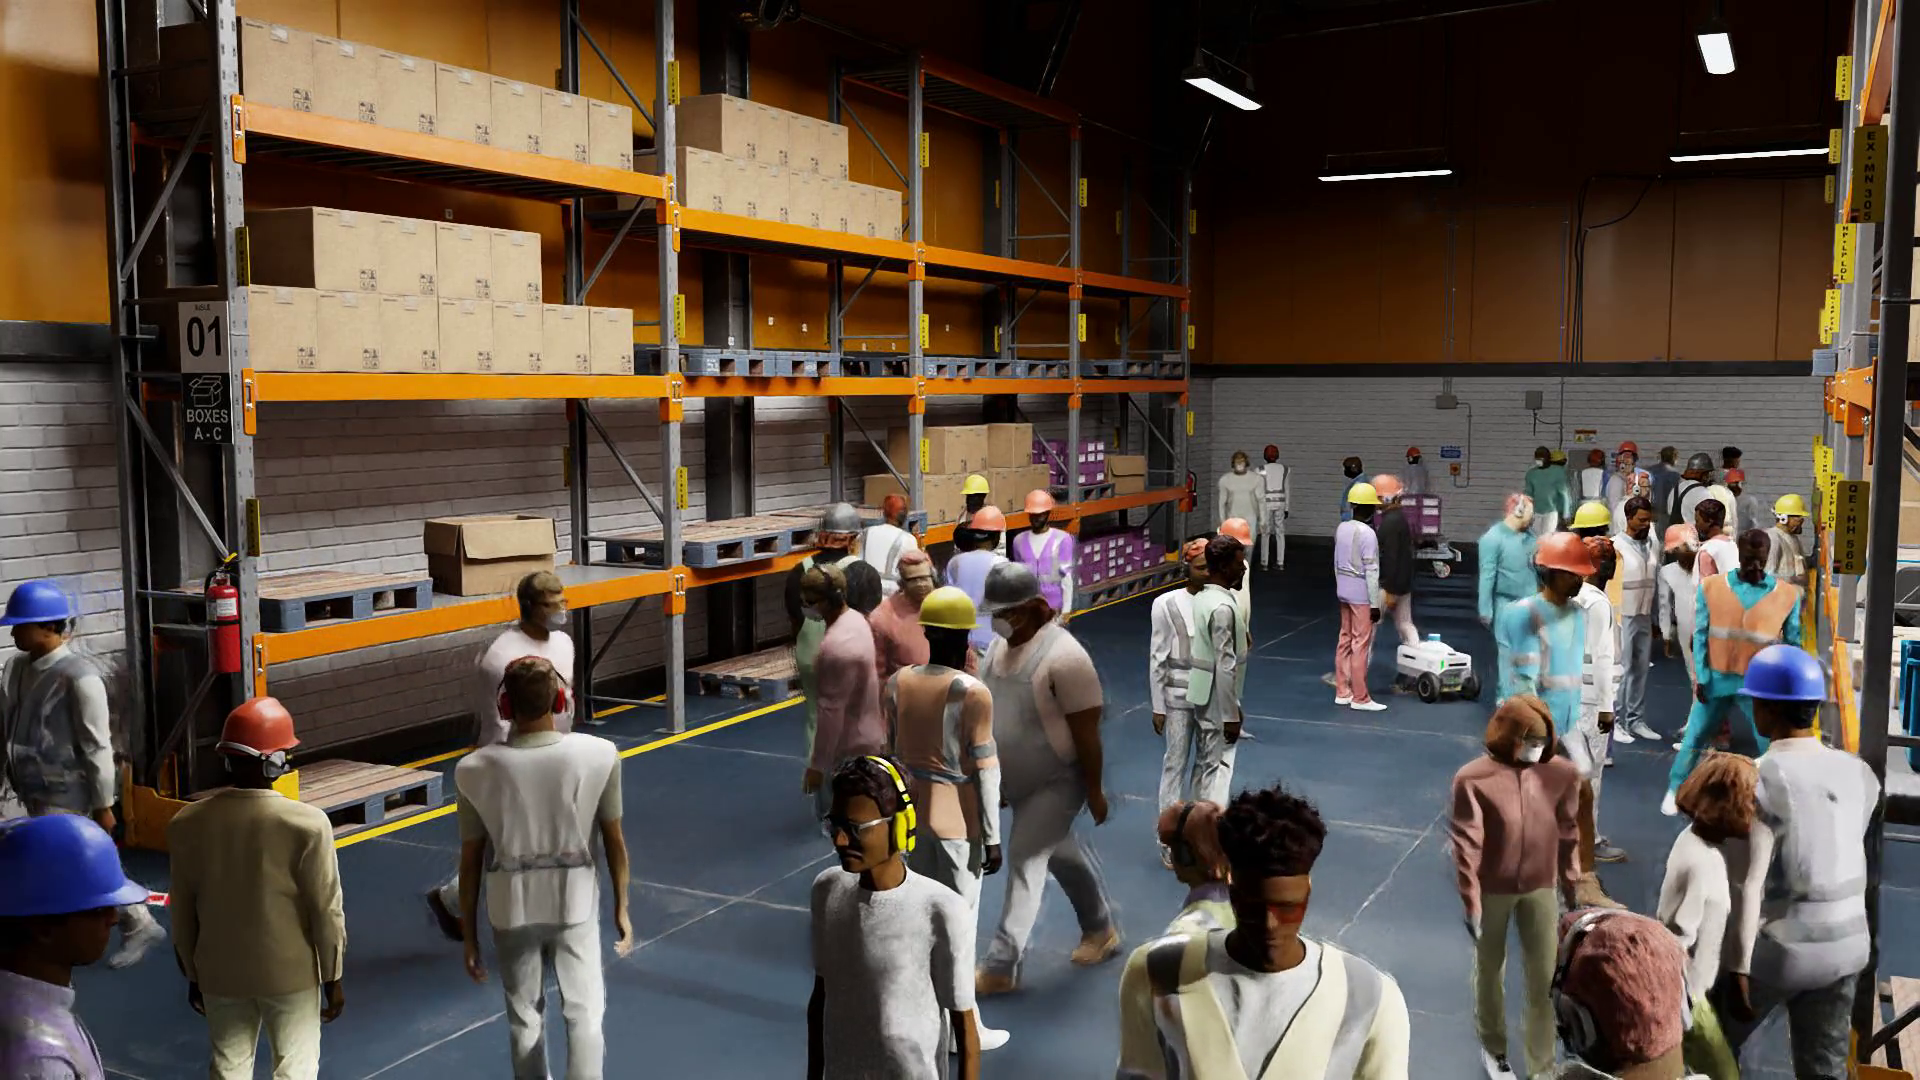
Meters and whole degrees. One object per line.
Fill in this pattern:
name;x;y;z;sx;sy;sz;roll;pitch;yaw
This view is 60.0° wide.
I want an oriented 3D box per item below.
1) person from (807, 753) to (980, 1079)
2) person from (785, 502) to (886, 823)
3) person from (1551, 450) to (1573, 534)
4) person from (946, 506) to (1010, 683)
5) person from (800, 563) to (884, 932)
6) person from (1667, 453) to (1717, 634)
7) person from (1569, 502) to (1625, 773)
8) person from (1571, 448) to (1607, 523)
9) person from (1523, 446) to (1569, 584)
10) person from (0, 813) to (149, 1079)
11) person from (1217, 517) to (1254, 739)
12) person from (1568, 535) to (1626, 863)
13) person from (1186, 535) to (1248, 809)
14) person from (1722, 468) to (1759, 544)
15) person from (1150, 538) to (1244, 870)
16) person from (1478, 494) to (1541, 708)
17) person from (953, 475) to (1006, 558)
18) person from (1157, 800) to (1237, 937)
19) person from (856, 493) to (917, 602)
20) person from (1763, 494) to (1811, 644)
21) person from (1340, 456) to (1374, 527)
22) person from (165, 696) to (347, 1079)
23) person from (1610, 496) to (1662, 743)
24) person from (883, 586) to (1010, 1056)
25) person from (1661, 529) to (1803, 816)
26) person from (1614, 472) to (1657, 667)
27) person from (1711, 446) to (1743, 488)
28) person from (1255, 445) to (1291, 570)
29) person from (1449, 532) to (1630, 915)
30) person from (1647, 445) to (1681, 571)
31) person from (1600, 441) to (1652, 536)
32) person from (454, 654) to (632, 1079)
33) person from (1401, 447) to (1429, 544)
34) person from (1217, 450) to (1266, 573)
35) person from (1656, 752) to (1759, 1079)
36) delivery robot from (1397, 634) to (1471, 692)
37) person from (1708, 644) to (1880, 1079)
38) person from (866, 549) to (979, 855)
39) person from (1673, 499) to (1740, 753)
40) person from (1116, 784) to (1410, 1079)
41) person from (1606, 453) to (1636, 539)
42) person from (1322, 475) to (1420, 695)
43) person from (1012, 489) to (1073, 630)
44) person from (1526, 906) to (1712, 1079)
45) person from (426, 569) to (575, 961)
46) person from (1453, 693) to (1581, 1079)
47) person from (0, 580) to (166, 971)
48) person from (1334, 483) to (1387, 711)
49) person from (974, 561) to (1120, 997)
person;-0.188;1.440;4.090;0.526;1.869;0.315;4;6;35
person;-0.739;0.761;10.493;0.711;2.000;0.576;3;6;27
person;9.079;-0.480;25.284;0.525;1.772;0.309;-3;6;-26
person;0.207;0.705;11.893;0.555;1.885;0.979;4;7;37
person;-0.555;1.045;8.225;0.504;1.896;0.662;0;5;-1
person;8.026;0.051;18.132;0.536;2.000;0.683;-1;5;-10
person;4.498;0.693;11.829;0.366;1.926;0.587;4;7;40
person;8.985;-0.366;23.566;0.572;1.867;0.420;4;7;38
person;8.028;-0.337;22.976;0.675;1.913;0.646;-4;7;-38
person;-1.738;1.490;3.365;0.969;1.897;0.649;-3;6;-30
person;2.080;0.694;12.784;0.337;1.742;0.562;4;7;40
person;3.682;0.912;9.687;0.345;1.883;0.584;0;5;4
person;1.447;0.924;9.382;0.392;1.920;0.592;0;5;-5
person;9.474;-0.013;20.459;0.669;1.727;0.562;-2;6;-22
person;1.357;0.929;9.513;0.587;1.882;0.341;-2;6;-23
person;4.634;0.554;13.738;0.687;1.854;0.758;-4;6;-34
person;0.159;0.358;15.427;0.585;1.928;0.369;4;7;40
person;0.661;1.519;4.561;0.364;1.617;0.557;3;6;29
person;-0.624;0.538;13.816;0.603;1.866;0.431;4;7;36
person;7.085;0.514;14.322;0.403;1.824;0.596;5;7;44
person;5.228;-0.191;21.898;0.433;1.822;0.639;1;5;11
person;-2.251;1.377;5.386;0.564;1.751;0.330;0;5;4
person;5.169;0.609;12.856;0.599;1.908;0.396;-3;6;-29
person;-0.058;1.151;6.892;0.587;1.927;0.365;5;7;41
person;4.861;0.861;10.379;0.784;1.873;0.544;2;6;24
person;6.633;0.284;16.333;0.407;1.908;0.641;1;5;13
person;10.424;-0.308;22.630;0.649;1.929;0.675;-1;5;-6
person;4.628;-0.477;24.712;0.569;1.878;0.351;-1;5;-7
person;3.072;0.937;8.829;0.599;2.009;1.025;-3;6;-29
person;9.854;-0.363;23.217;0.475;1.919;0.651;-1;5;-14
person;8.638;-0.266;21.593;0.620;2.034;0.413;2;6;19
person;-1.424;1.309;5.733;0.594;1.823;0.712;-2;6;-17
person;7.380;-0.643;27.120;0.567;1.751;0.329;-4;6;-33
person;3.728;-0.244;22.060;0.634;1.909;0.948;1;5;6
person;2.346;1.461;5.265;0.551;1.605;0.508;3;6;29
delivery robot;4.154;1.066;14.592;0.477;0.478;0.707;-2;6;-19
person;2.607;1.294;5.372;0.595;1.923;0.650;-1;6;-16
person;-0.246;0.954;9.418;0.631;1.857;0.983;-3;6;-32
person;5.660;0.644;12.489;0.413;1.907;0.595;5;7;40
person;0.623;1.458;3.452;0.638;1.947;0.518;1;5;12
person;8.253;-0.123;20.714;0.405;1.911;0.636;3;6;28
person;3.712;0.399;14.834;0.988;1.945;0.633;3;6;30
person;0.711;0.517;13.924;0.545;1.908;0.870;2;6;20
person;1.097;1.557;2.747;0.691;1.886;0.441;2;6;22
person;-2.125;1.077;7.828;0.727;1.916;0.627;2;6;17
person;2.127;1.366;6.295;0.516;1.588;0.769;0;5;2
person;-4.032;1.112;7.495;0.619;1.909;0.999;4;6;34
person;3.387;0.480;14.110;0.363;1.928;0.587;-2;6;-17
person;0.401;1.021;7.692;0.996;2.000;0.719;-3;6;-30
